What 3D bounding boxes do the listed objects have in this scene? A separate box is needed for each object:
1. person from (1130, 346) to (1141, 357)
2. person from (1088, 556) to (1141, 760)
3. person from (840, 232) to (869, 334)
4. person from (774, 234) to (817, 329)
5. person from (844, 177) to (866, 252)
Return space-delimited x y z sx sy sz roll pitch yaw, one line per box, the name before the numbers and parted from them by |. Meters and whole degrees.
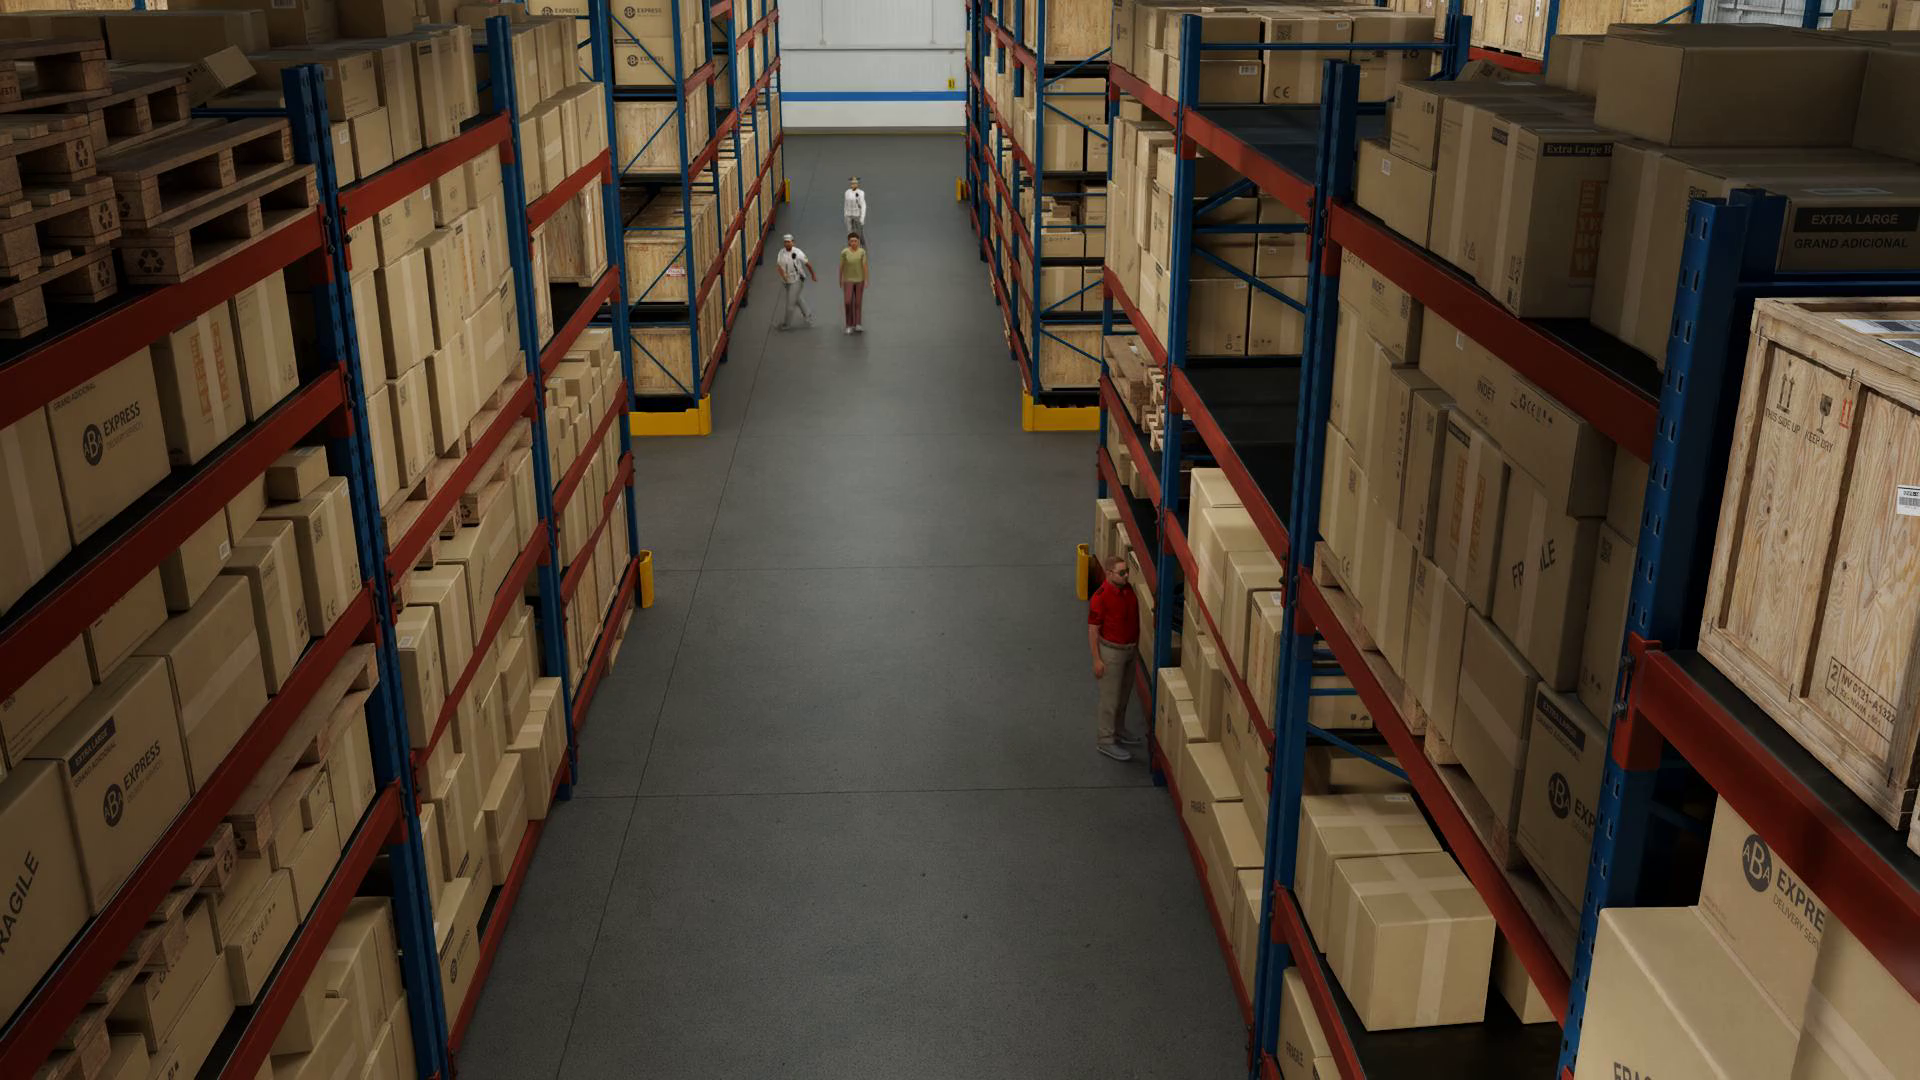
person | 2.080 -1.581 20.696 0.364 1.795 0.528 -12 23 -29
person | 1.355 0.967 13.966 0.428 1.732 0.532 15 25 34
person | -1.795 -4.390 28.338 0.477 1.692 0.434 -5 21 -12
person | -2.874 -4.467 28.670 0.509 1.611 0.998 10 23 26
person | -2.193 -6.734 34.636 0.502 1.660 0.796 6 21 17
